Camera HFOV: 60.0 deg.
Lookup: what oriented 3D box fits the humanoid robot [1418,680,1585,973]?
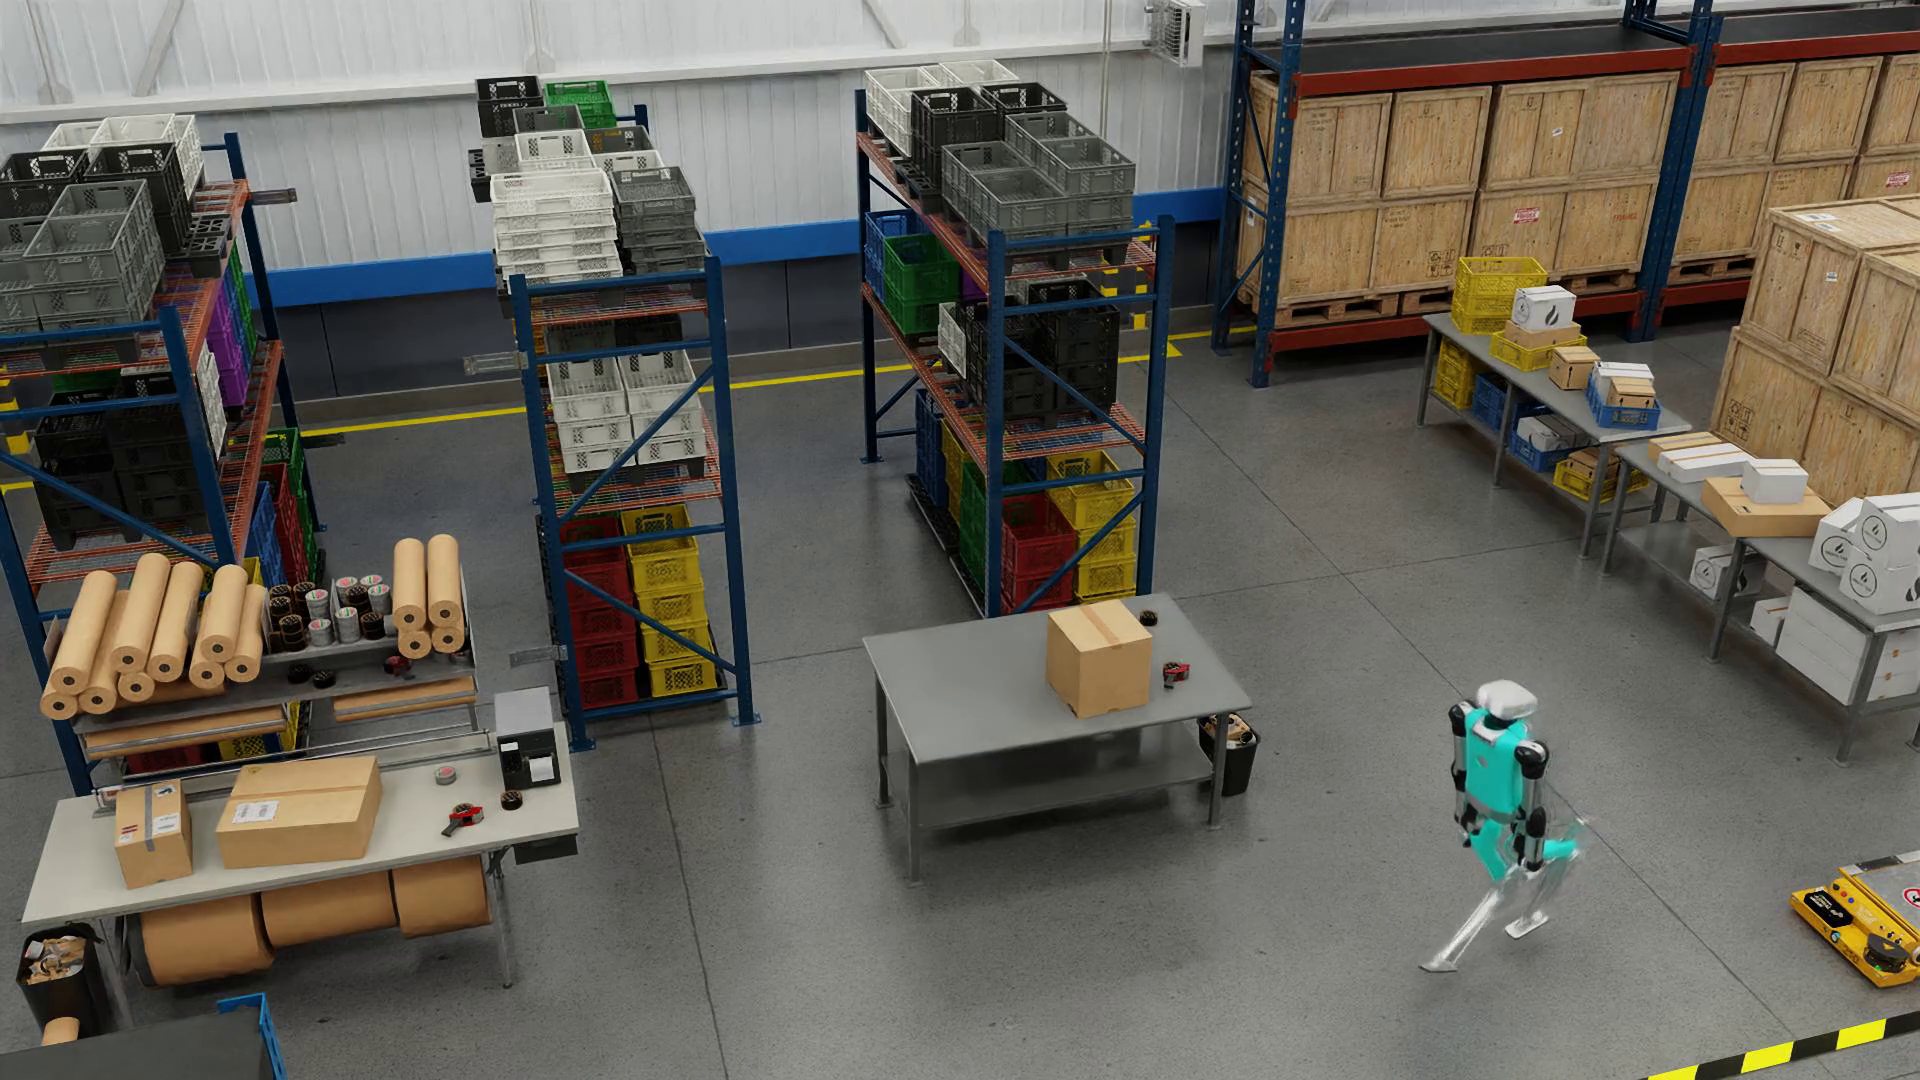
[{"bbox_3d":[2.735,1.383,8.141,1.056,1.728,0.554,-17,33,-28],"label":"humanoid robot"}]

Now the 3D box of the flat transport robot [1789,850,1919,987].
[{"bbox_3d":[5.163,1.916,8.676,1.431,0.231,0.659,-8,30,-14],"label":"flat transport robot"}]
